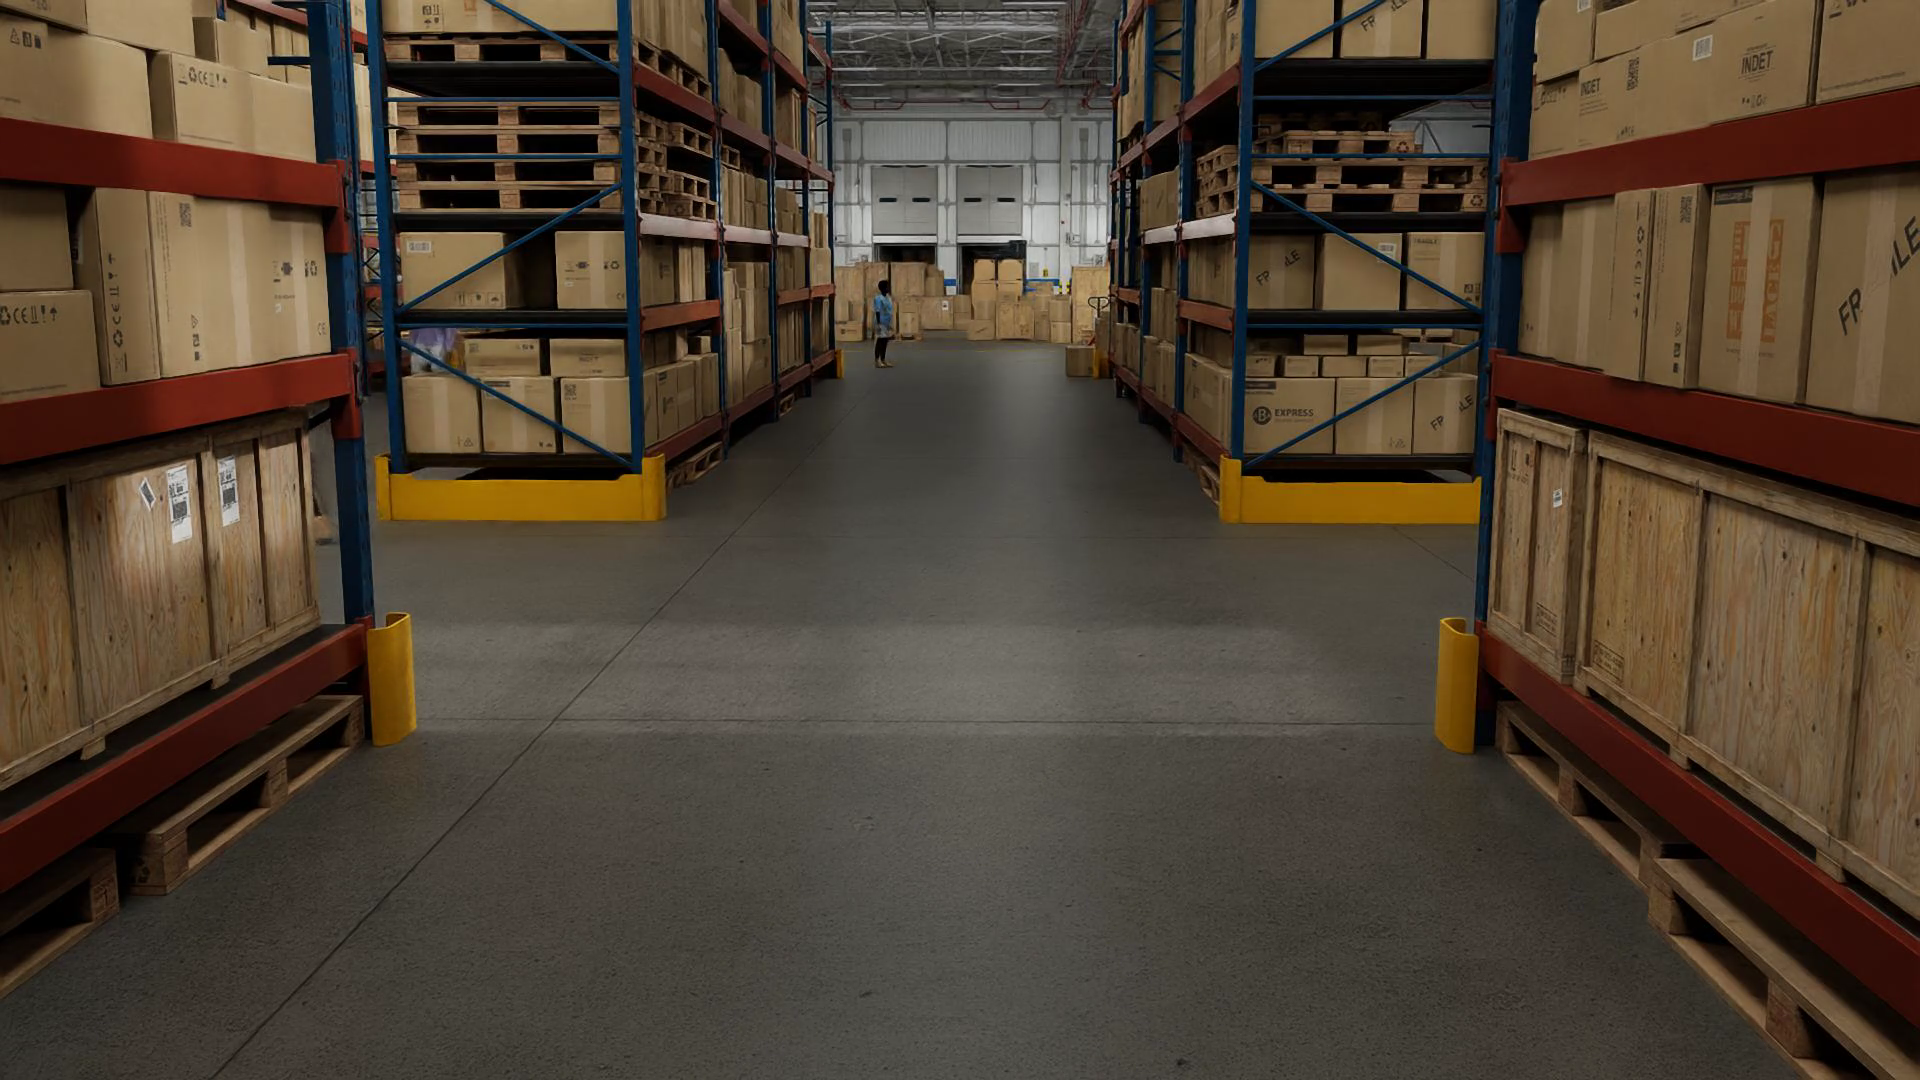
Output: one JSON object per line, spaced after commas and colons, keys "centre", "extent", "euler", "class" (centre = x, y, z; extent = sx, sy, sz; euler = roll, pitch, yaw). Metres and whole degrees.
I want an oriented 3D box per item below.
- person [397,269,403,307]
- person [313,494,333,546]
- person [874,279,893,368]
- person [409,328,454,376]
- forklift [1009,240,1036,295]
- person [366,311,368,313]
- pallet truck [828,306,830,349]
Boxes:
{"centre": [-20.107, -8.880, 59.810], "extent": [0.589, 1.861, 0.755], "euler": [7, 12, 37], "class": "person"}
{"centre": [-4.949, -0.893, 11.588], "extent": [1.049, 1.985, 0.610], "euler": [-3, 10, -18], "class": "person"}
{"centre": [-1.469, -4.152, 31.972], "extent": [0.317, 1.695, 0.540], "euler": [4, 10, 24], "class": "person"}
{"centre": [-6.657, -2.409, 20.830], "extent": [0.662, 1.926, 0.570], "euler": [2, 10, 14], "class": "person"}
{"centre": [2.104, -9.416, 59.963], "extent": [1.873, 2.768, 1.129], "euler": [-4, 10, -21], "class": "forklift"}
{"centre": [-24.172, -10.125, 66.872], "extent": [0.608, 1.990, 0.385], "euler": [4, 10, 22], "class": "person"}
{"centre": [-3.100, -3.940, 29.800], "extent": [1.885, 1.965, 0.823], "euler": [3, 10, 19], "class": "pallet truck"}
